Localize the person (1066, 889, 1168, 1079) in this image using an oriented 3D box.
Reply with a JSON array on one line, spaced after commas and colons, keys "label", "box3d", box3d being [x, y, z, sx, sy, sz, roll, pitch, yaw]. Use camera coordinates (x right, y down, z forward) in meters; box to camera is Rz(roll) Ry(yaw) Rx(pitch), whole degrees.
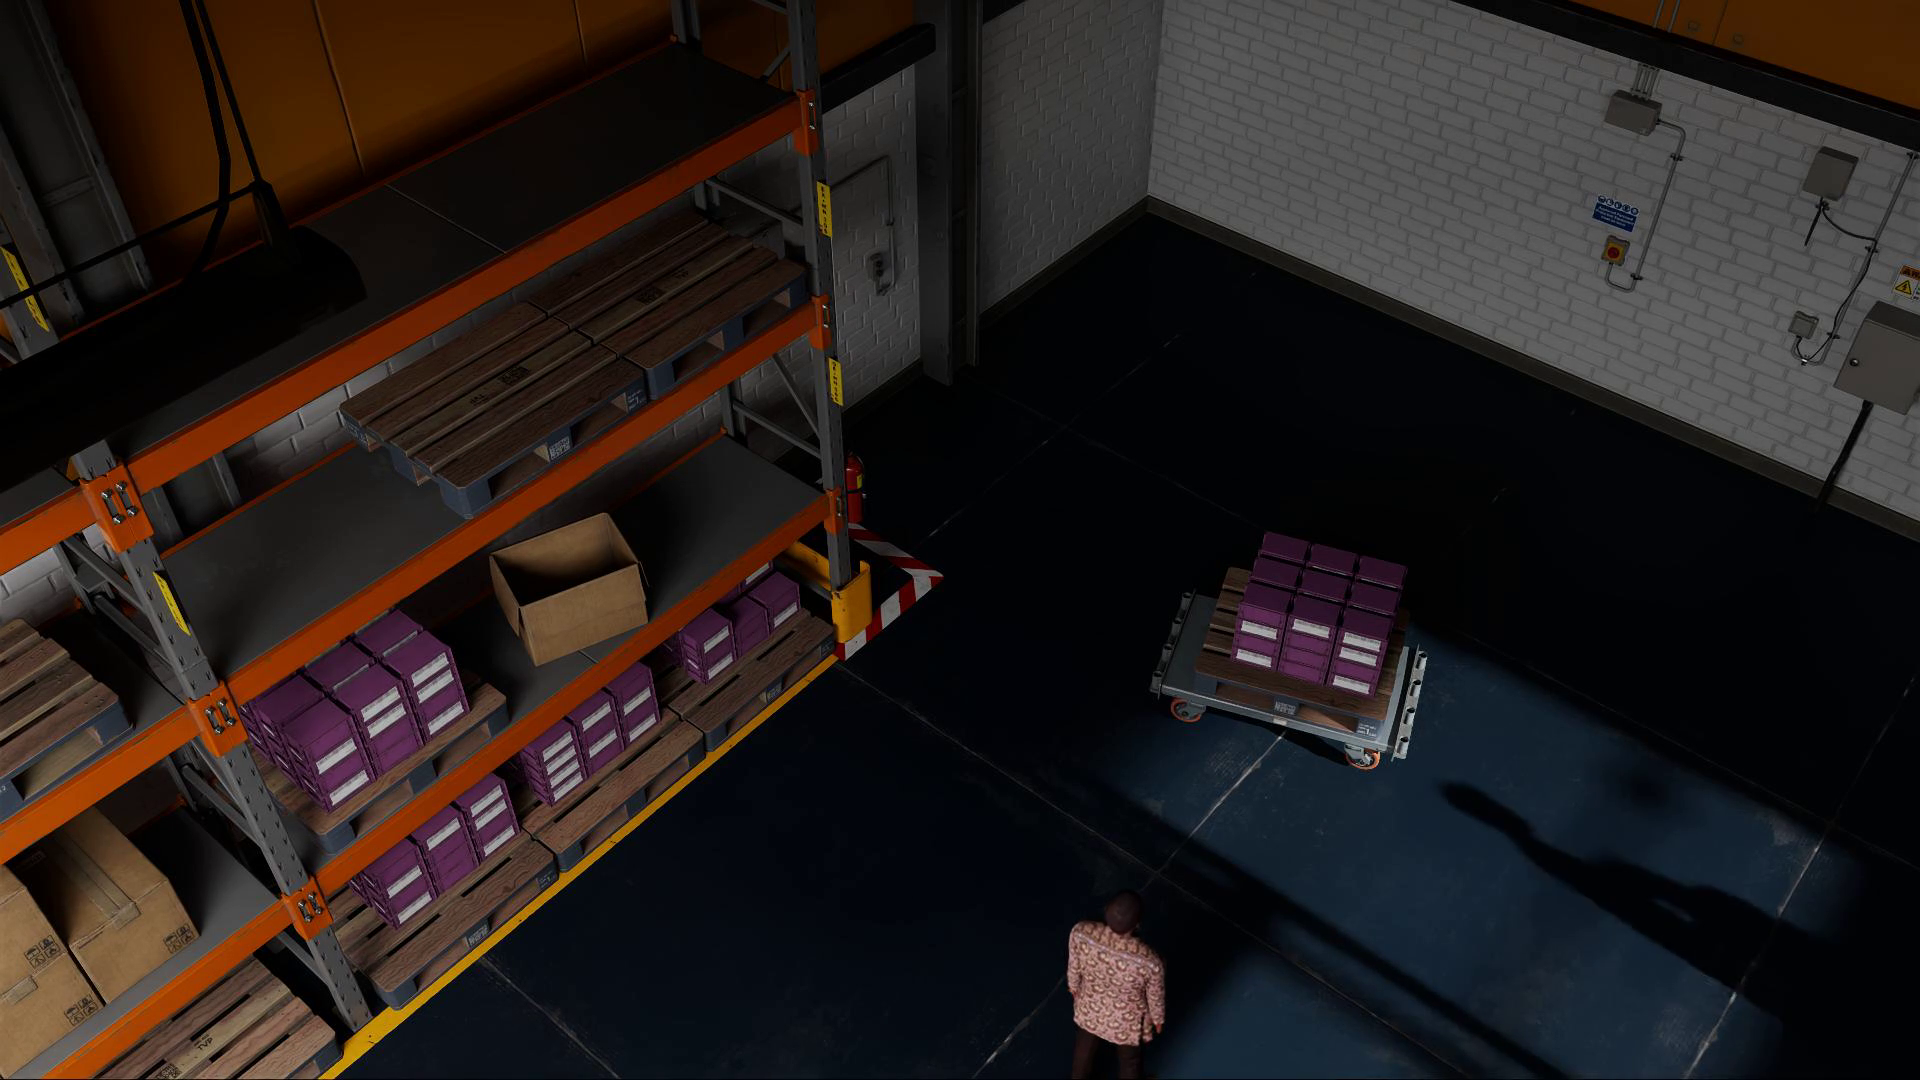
[{"label": "person", "box3d": [0.779, 2.357, 8.405, 0.738, 1.808, 0.677, 19, 47, 19]}]
